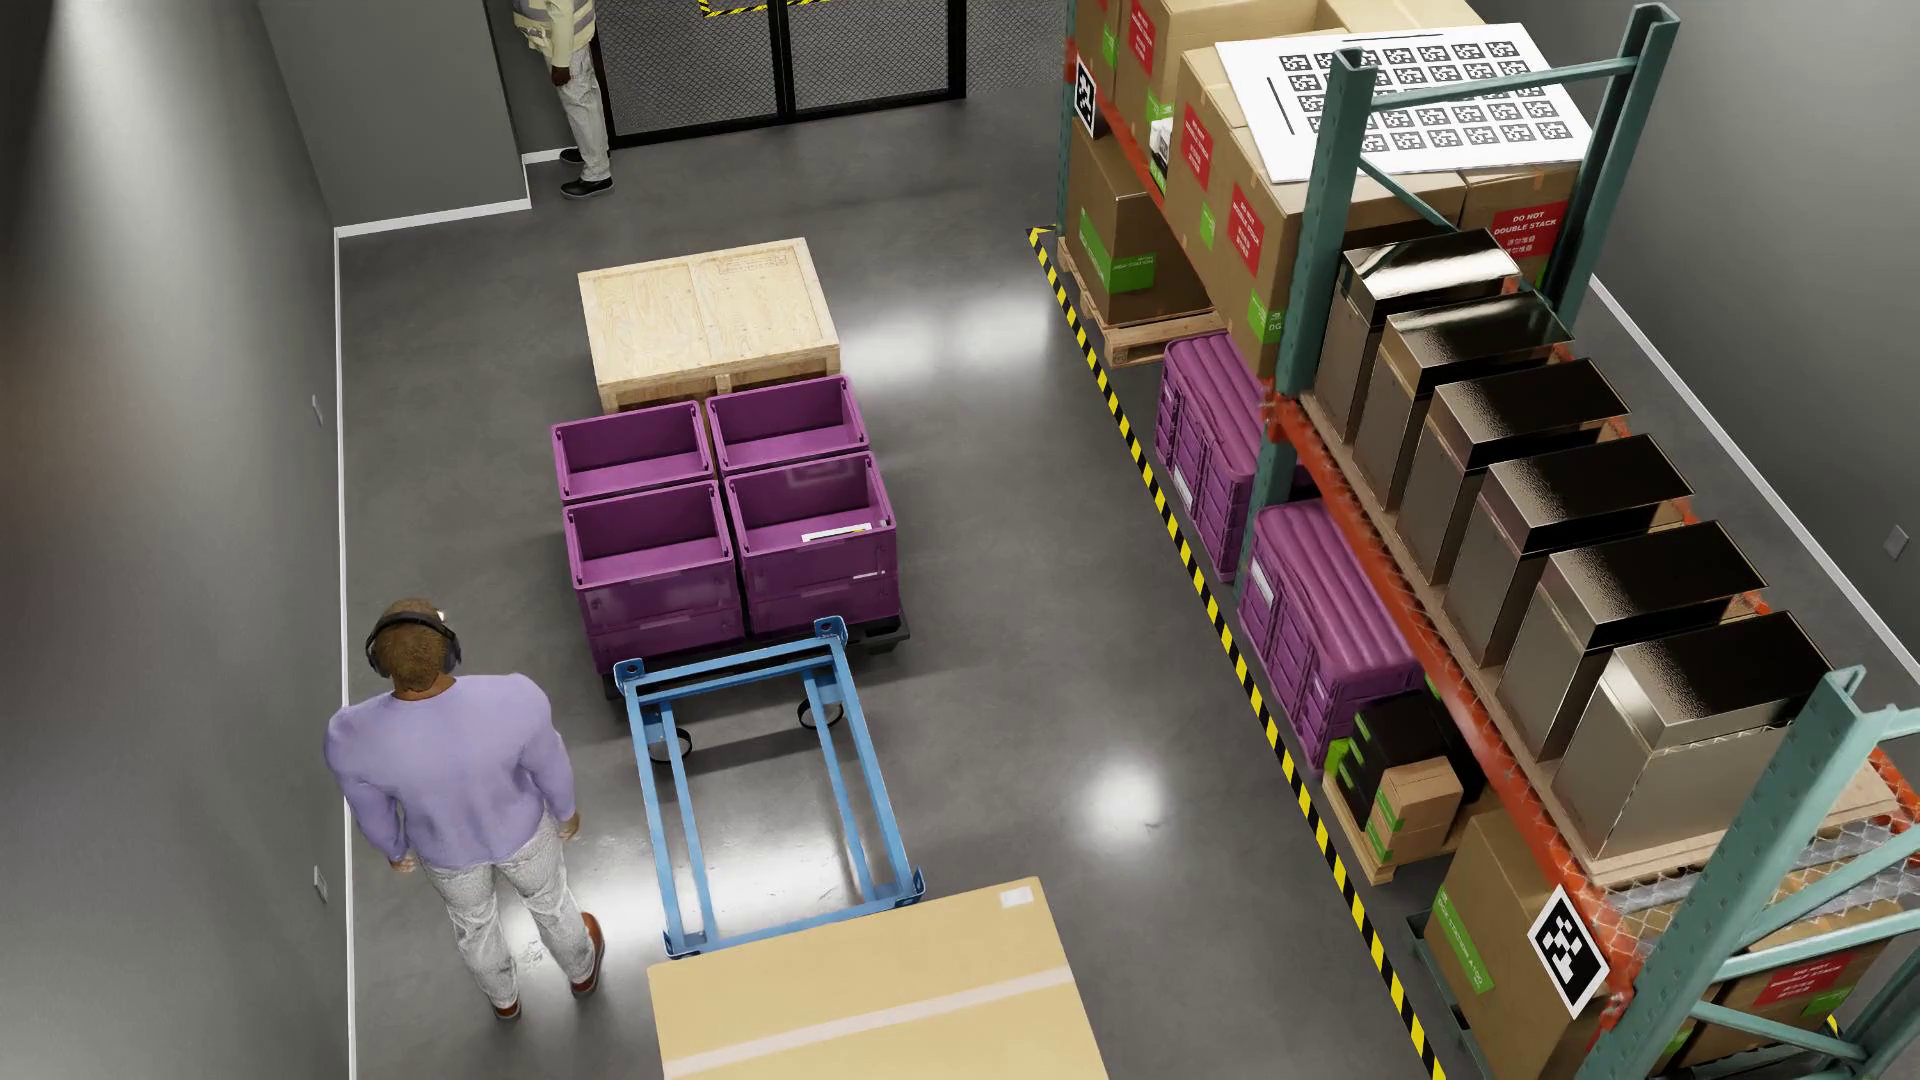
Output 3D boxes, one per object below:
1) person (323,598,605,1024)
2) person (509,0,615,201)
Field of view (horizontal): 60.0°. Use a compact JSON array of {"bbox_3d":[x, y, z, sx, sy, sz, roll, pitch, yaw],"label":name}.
[{"bbox_3d":[-1.474,0.872,5.086,0.629,1.939,0.371,-12,49,-10],"label":"person"},{"bbox_3d":[-2.012,-2.558,8.306,0.403,1.830,0.600,-6,48,-5],"label":"person"}]
